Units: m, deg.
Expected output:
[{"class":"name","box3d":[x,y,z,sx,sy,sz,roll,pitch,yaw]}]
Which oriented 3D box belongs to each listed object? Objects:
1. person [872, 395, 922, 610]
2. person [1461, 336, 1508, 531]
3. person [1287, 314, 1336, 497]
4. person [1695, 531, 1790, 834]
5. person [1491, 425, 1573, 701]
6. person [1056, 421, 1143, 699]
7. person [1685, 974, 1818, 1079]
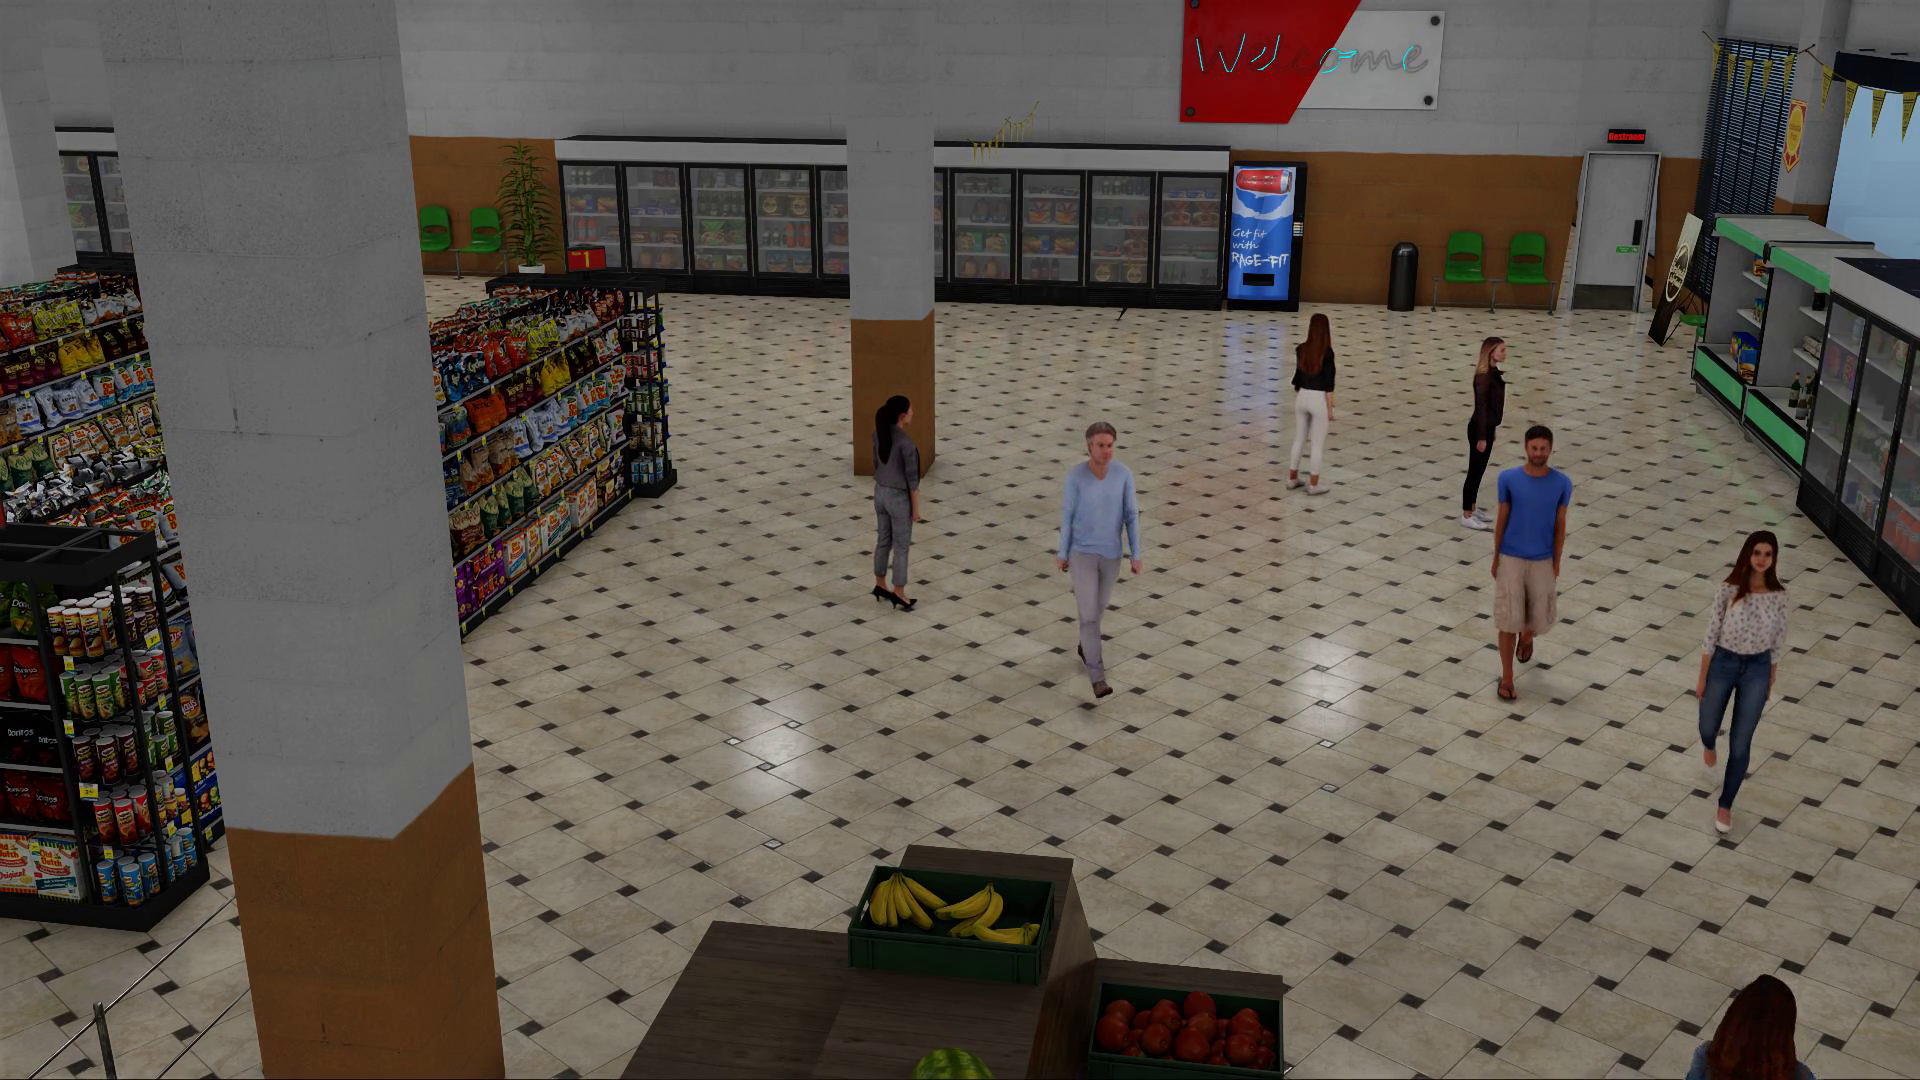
[{"class":"person","box3d":[-0.512,-0.287,12.732,0.759,1.671,0.722,-17,25,-41]},{"class":"person","box3d":[4.608,-0.960,14.674,0.723,1.705,0.557,10,21,27]},{"class":"person","box3d":[3.308,-1.281,15.640,0.707,1.697,0.666,-16,24,-38]},{"class":"person","box3d":[4.461,0.757,9.586,0.744,1.703,1.126,7,20,21]},{"class":"person","box3d":[3.828,0.113,11.271,0.668,1.846,0.981,5,19,14]},{"class":"person","box3d":[0.904,0.100,11.331,1.038,1.833,1.351,-4,19,-13]},{"class":"person","box3d":[2.644,2.198,5.684,0.636,1.465,0.609,7,20,20]}]
